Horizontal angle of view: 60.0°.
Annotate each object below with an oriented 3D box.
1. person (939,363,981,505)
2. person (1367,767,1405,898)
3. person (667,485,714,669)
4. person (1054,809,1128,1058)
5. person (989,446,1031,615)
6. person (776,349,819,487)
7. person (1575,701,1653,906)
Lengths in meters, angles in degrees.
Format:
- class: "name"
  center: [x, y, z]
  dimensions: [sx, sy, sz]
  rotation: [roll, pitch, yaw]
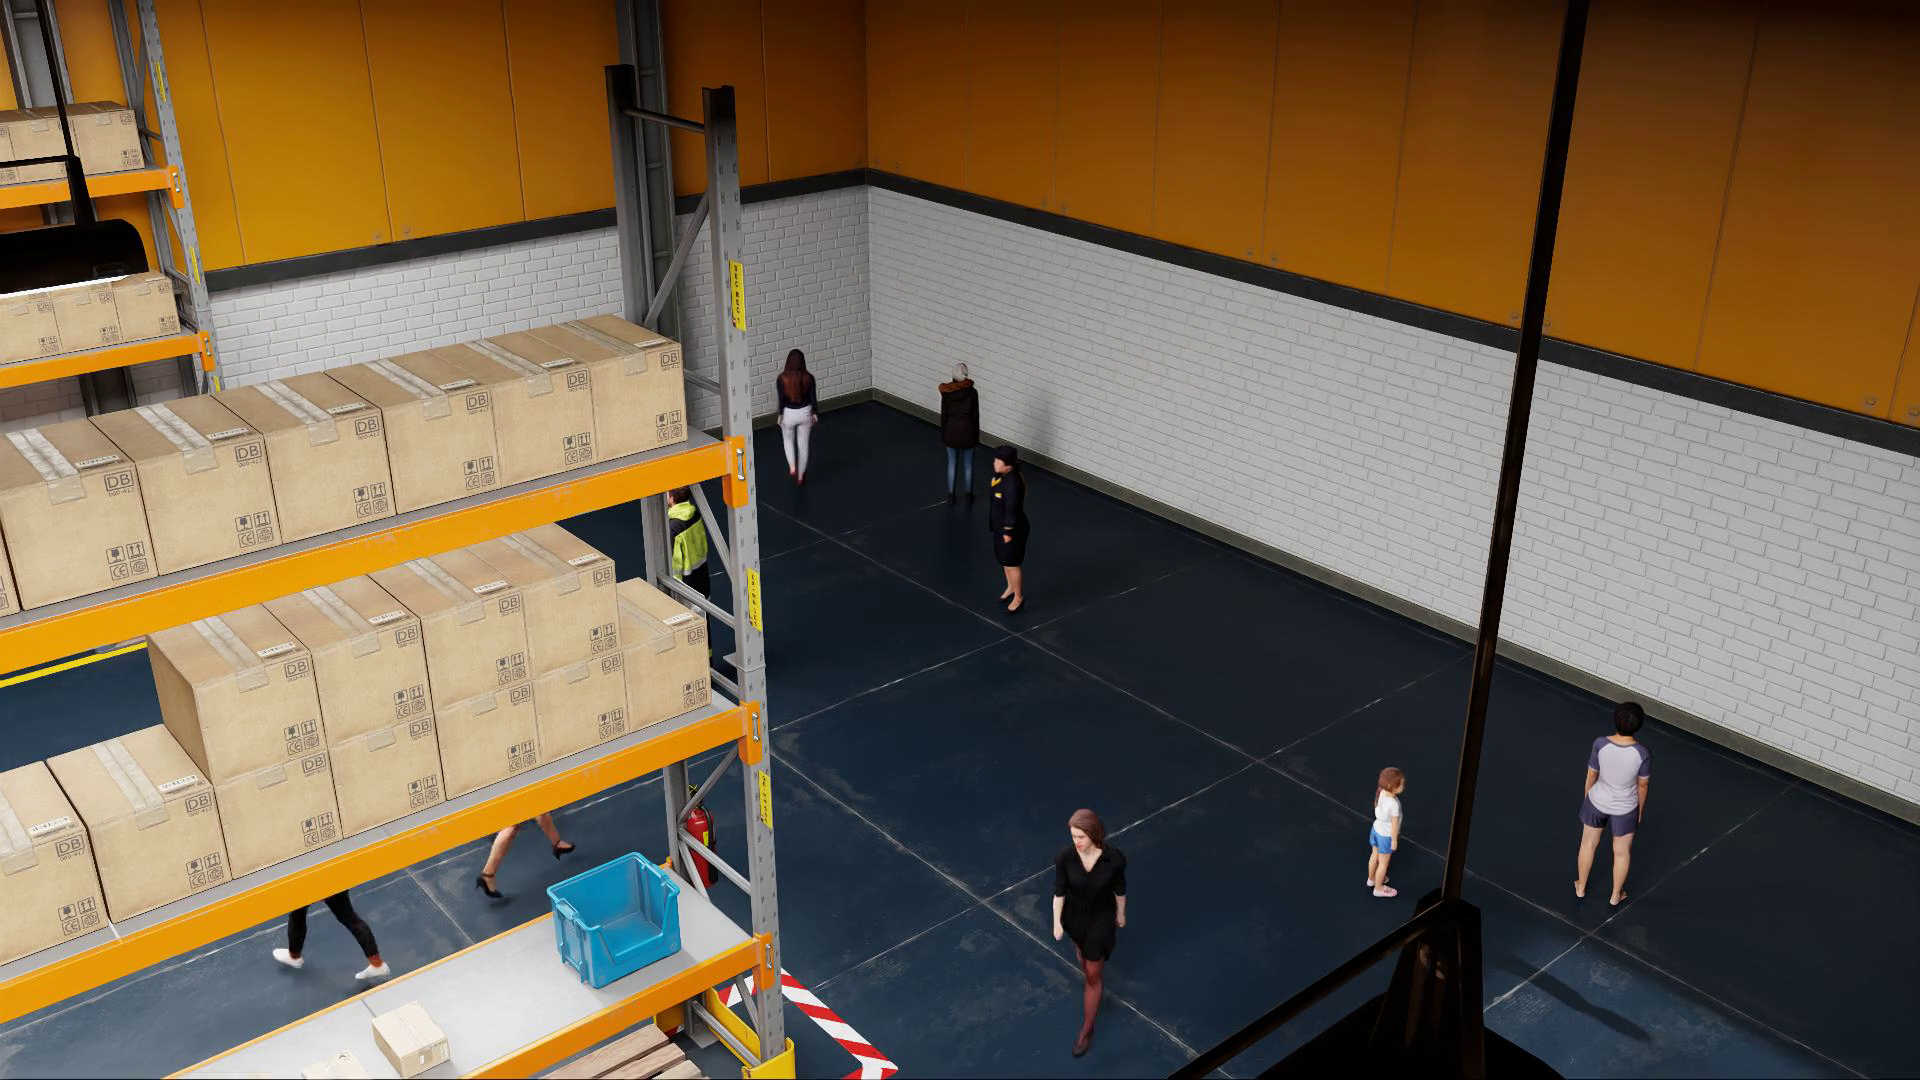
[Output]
- class: "person"
  center: [0.012, -1.188, 18.511]
  dimensions: [0.731, 1.634, 0.787]
  rotation: [3, 24, 6]
- class: "person"
  center: [3.026, 2.060, 11.845]
  dimensions: [0.520, 1.021, 0.485]
  rotation: [-3, 24, -8]
- class: "person"
  center: [-2.398, 0.382, 14.484]
  dimensions: [0.934, 1.982, 0.823]
  rotation: [6, 24, 14]
- class: "person"
  center: [0.837, 2.332, 10.427]
  dimensions: [0.931, 1.660, 1.065]
  rotation: [4, 24, 8]
- class: "person"
  center: [0.480, -0.112, 16.005]
  dimensions: [0.792, 1.669, 0.793]
  rotation: [-5, 24, -12]
- class: "person"
  center: [-1.860, -1.381, 19.001]
  dimensions: [0.710, 1.595, 0.794]
  rotation: [-3, 24, -7]
- class: "person"
  center: [4.590, 1.833, 11.686]
  dimensions: [0.634, 1.565, 0.633]
  rotation: [12, 26, 26]
